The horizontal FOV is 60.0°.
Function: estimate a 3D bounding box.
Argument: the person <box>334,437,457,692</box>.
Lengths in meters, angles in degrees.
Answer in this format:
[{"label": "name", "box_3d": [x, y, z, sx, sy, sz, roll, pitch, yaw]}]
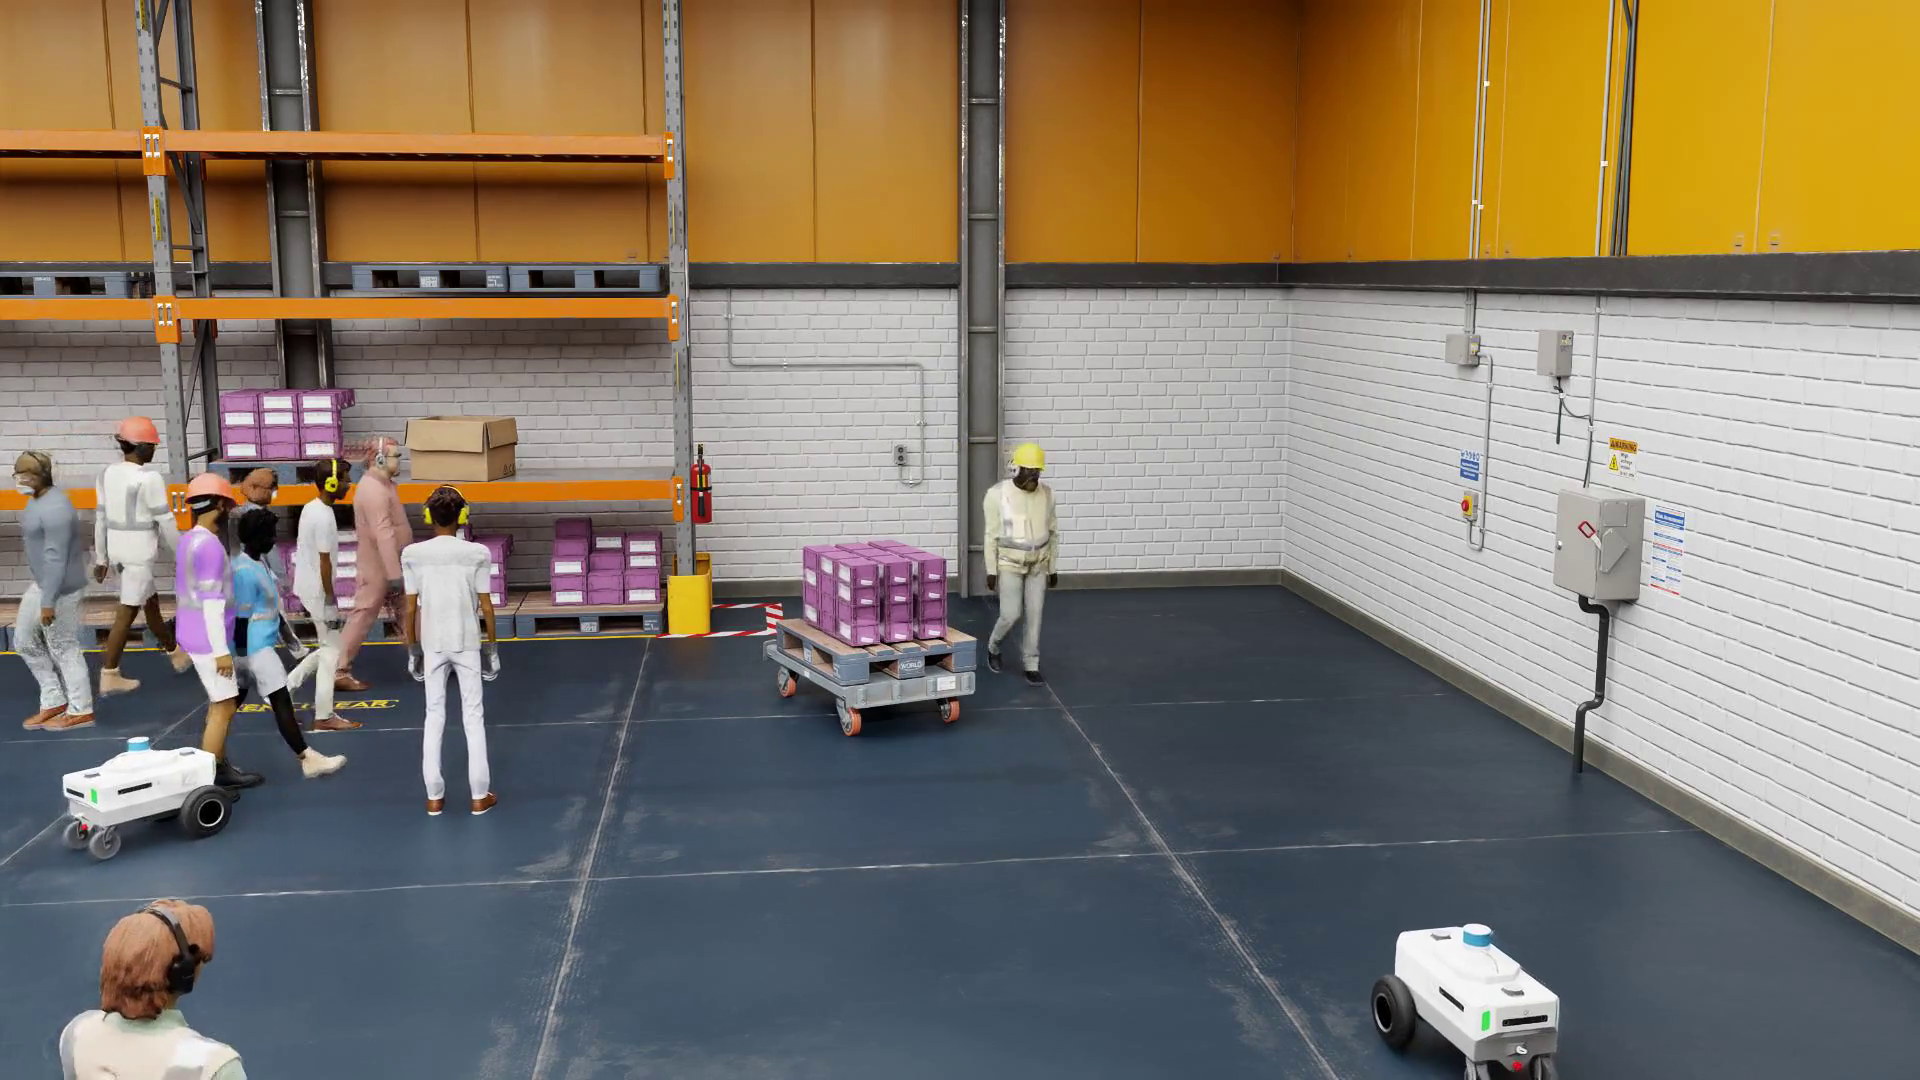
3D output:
[{"label": "person", "box_3d": [-4.171, 0.176, 12.121, 1.015, 1.853, 0.672, -2, 9, -15]}]

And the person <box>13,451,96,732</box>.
[{"label": "person", "box_3d": [-5.994, 0.351, 10.871, 0.578, 1.896, 0.697, -7, 11, -37]}]

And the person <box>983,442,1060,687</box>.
[{"label": "person", "box_3d": [0.437, 0.171, 12.274, 0.606, 1.809, 0.539, -4, 10, -24]}]

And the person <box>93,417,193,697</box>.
[{"label": "person", "box_3d": [-5.937, 0.097, 12.169, 0.606, 1.984, 1.016, 6, 11, 31]}]

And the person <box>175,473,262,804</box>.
[{"label": "person", "box_3d": [-4.250, 0.572, 9.529, 0.440, 1.898, 0.572, -6, 11, -33]}]

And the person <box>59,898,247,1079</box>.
[{"label": "person", "box_3d": [-1.774, 1.610, 3.861, 0.534, 1.616, 0.552, 4, 10, 26]}]

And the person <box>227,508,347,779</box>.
[{"label": "person", "box_3d": [-4.193, 0.624, 9.940, 0.840, 1.640, 0.527, -4, 10, -23]}]

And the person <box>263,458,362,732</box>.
[{"label": "person", "box_3d": [-4.246, 0.372, 10.952, 0.543, 1.842, 0.520, -4, 10, -25]}]

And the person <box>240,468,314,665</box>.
[{"label": "person", "box_3d": [-5.148, 0.254, 12.431, 0.842, 1.582, 0.518, -6, 11, -33]}]

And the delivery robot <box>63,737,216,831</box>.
[{"label": "delivery robot", "box_3d": [-4.361, 1.294, 8.858, 0.477, 0.478, 0.707, 6, 11, 35]}]

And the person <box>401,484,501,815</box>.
[{"label": "person", "box_3d": [-2.838, 0.620, 9.329, 0.510, 1.857, 0.315, -1, 9, -5]}]

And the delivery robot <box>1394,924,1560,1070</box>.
[{"label": "delivery robot", "box_3d": [1.954, 1.704, 6.315, 0.477, 0.478, 0.707, -2, 9, -13]}]
